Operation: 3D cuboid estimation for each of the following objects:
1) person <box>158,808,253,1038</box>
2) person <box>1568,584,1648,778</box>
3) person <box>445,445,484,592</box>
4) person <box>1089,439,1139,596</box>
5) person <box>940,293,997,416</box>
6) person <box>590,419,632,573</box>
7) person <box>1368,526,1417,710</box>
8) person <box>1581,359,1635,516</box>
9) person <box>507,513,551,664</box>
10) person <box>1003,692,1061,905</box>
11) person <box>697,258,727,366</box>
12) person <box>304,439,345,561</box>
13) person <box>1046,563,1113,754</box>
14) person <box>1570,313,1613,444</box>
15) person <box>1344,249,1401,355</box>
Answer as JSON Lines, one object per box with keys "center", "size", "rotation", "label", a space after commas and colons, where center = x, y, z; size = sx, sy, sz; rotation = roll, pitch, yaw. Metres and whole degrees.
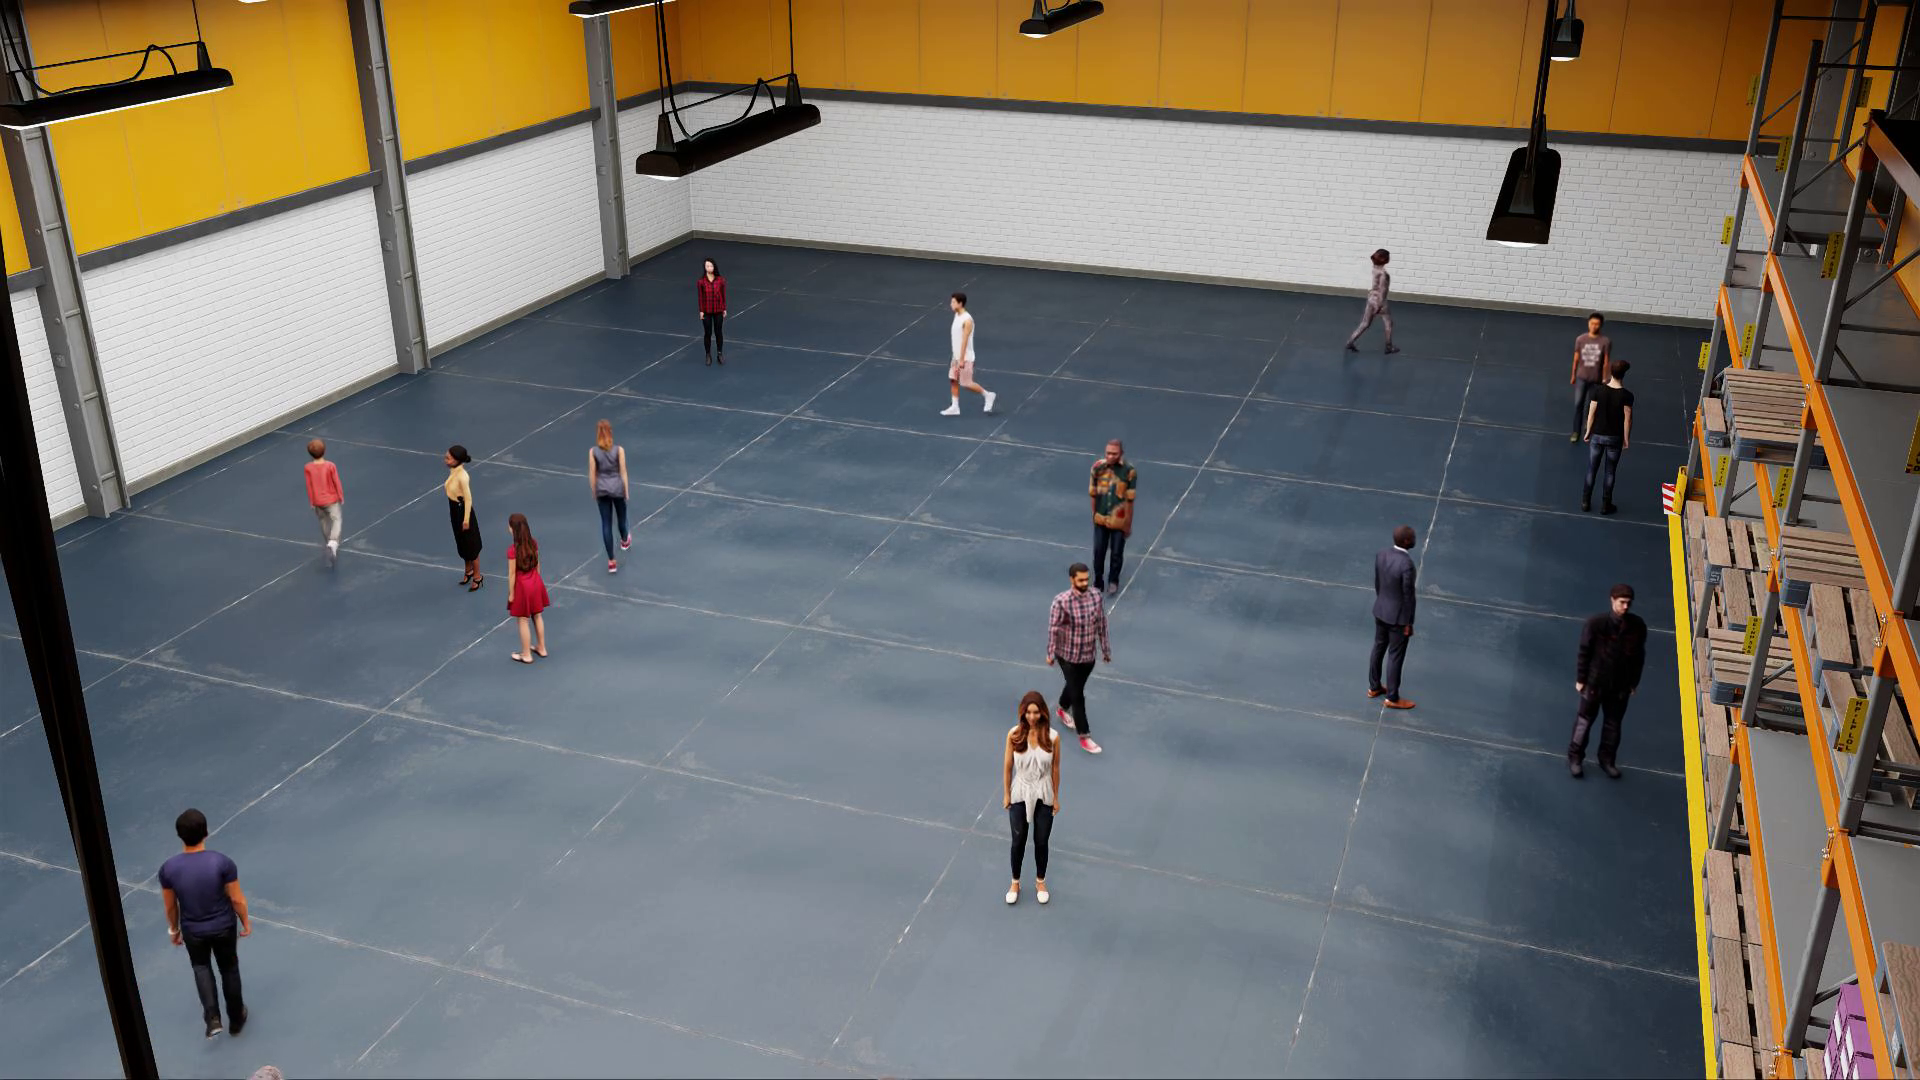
{"center": [-5.082, 2.660, 11.223], "size": [0.840, 1.782, 0.896], "rotation": [-7, 25, -16], "label": "person"}
{"center": [5.628, 1.211, 14.469], "size": [0.776, 1.838, 0.685], "rotation": [1, 24, 2], "label": "person"}
{"center": [-5.389, -0.246, 18.034], "size": [0.689, 1.653, 0.656], "rotation": [-17, 29, -33], "label": "person"}
{"center": [1.672, -0.263, 17.899], "size": [0.697, 1.791, 0.812], "rotation": [7, 24, 15], "label": "person"}
{"center": [0.131, -2.576, 23.228], "size": [1.092, 1.762, 1.053], "rotation": [-9, 25, -20], "label": "person"}
{"center": [-3.885, -0.461, 18.484], "size": [0.911, 1.686, 1.138], "rotation": [-4, 24, -8], "label": "person"}
{"center": [4.086, 0.704, 15.646], "size": [0.848, 1.824, 0.774], "rotation": [-9, 25, -20], "label": "person"}
{"center": [7.788, -1.248, 20.022], "size": [0.731, 1.895, 0.637], "rotation": [15, 28, 30], "label": "person"}
{"center": [-4.309, 0.468, 16.527], "size": [0.671, 1.551, 0.601], "rotation": [14, 27, 30], "label": "person"}
{"center": [0.551, 1.972, 12.794], "size": [0.645, 1.785, 0.626], "rotation": [1, 24, 1], "label": "person"}
{"center": [-3.805, -3.520, 25.516], "size": [0.662, 1.658, 0.692], "rotation": [-7, 25, -15], "label": "person"}
{"center": [-7.178, -0.444, 18.796], "size": [0.743, 1.405, 0.885], "rotation": [-4, 24, -9], "label": "person"}
{"center": [1.033, 1.001, 15.099], "size": [1.148, 1.718, 1.179], "rotation": [-12, 26, -26], "label": "person"}
{"center": [8.489, -2.199, 22.379], "size": [0.726, 1.751, 1.084], "rotation": [12, 26, 25], "label": "person"}
{"center": [6.396, -3.677, 25.851], "size": [1.014, 1.677, 1.122], "rotation": [-5, 24, -10], "label": "person"}
